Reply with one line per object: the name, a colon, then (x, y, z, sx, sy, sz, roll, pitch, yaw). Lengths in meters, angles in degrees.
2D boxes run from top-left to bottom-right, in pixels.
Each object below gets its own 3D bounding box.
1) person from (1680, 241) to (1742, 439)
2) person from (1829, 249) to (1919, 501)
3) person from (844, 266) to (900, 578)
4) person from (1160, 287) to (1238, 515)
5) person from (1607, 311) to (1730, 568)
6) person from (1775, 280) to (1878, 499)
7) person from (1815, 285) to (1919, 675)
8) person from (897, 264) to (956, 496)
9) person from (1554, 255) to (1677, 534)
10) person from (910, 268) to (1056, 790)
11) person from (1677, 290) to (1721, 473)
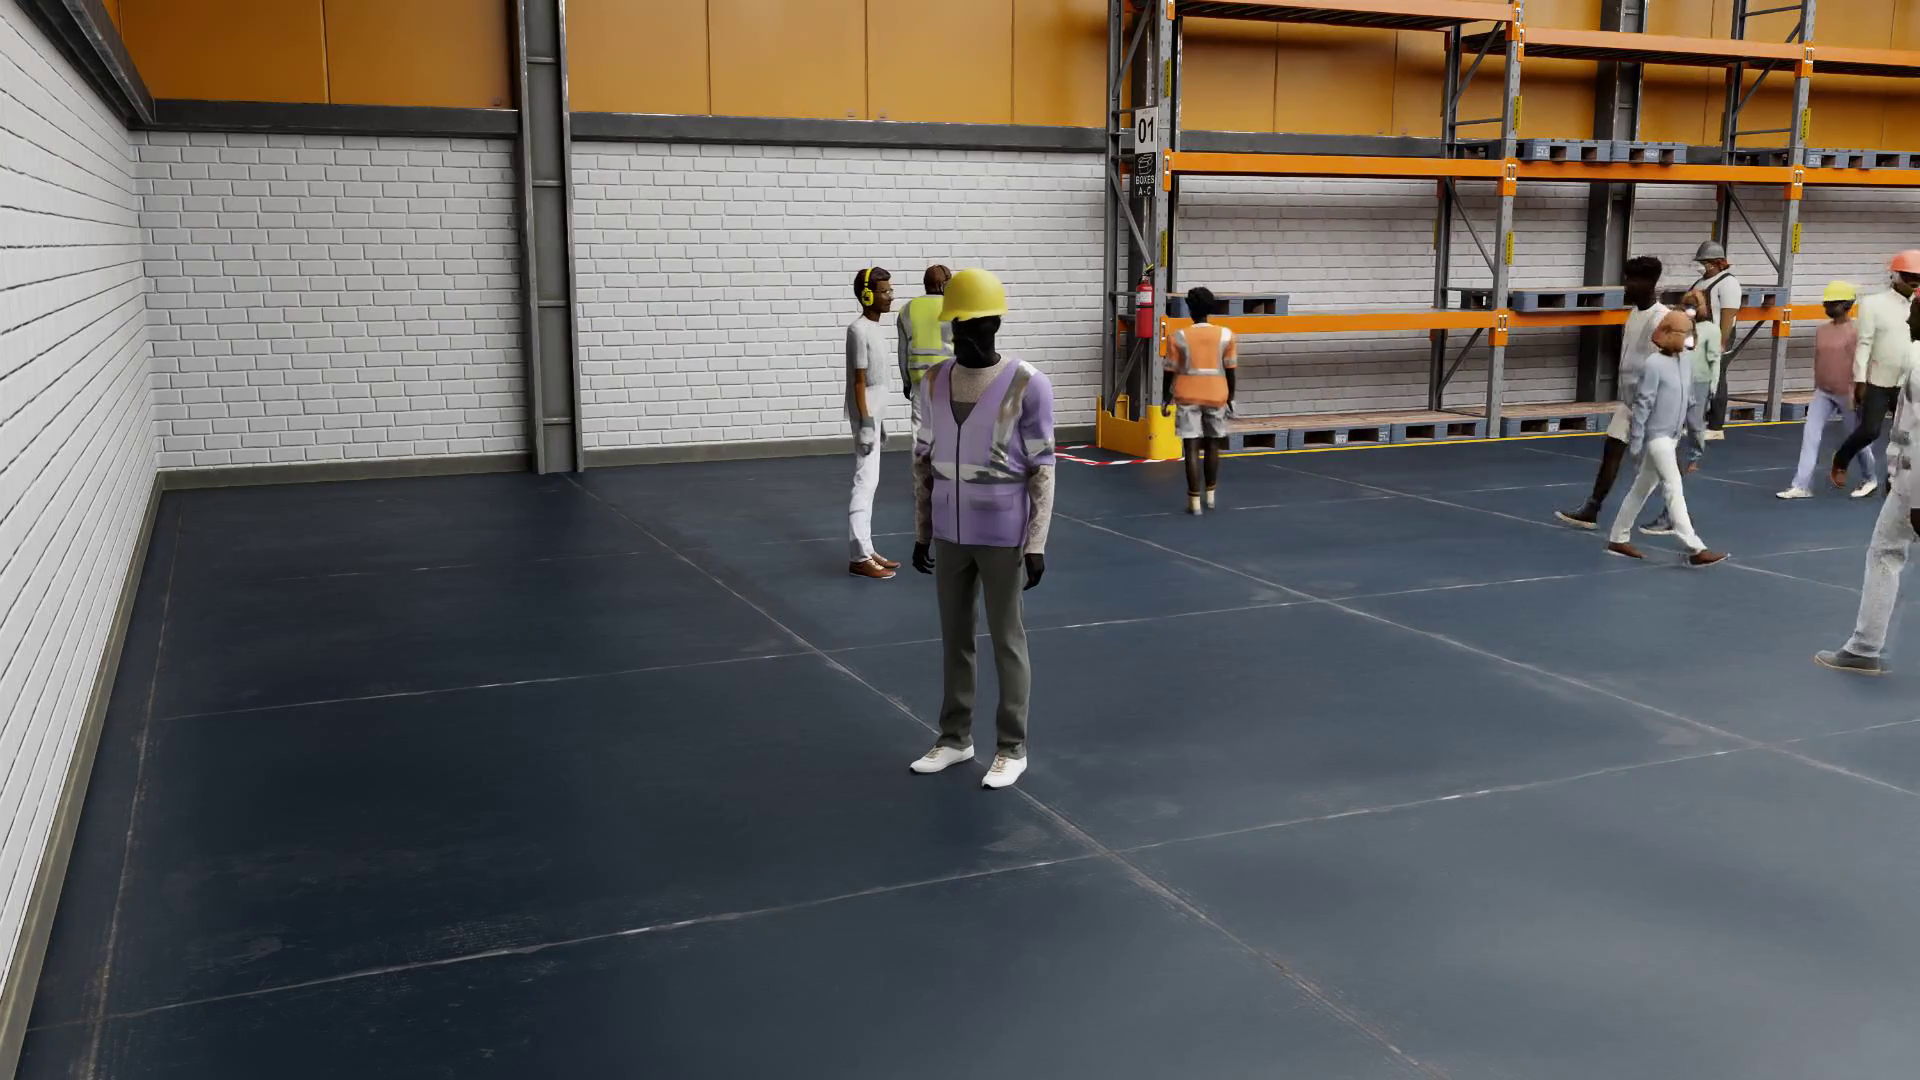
person: (7.668, -2.060, 17.135, 0.535, 2.000, 0.678, -2, 10, -9)
person: (7.154, -1.258, 12.875, 0.610, 1.972, 0.711, 0, 10, -1)
person: (-0.534, -0.714, 10.108, 0.329, 1.874, 0.518, 1, 10, 6)
person: (1.771, -1.055, 12.506, 0.554, 1.677, 0.643, -1, 10, -4)
person: (4.459, -0.627, 10.391, 0.522, 1.581, 0.843, -9, 13, -40)
person: (6.926, -1.173, 13.083, 0.895, 1.728, 0.539, -4, 11, -20)
person: (4.455, -0.241, 7.542, 0.579, 1.858, 0.874, -8, 13, -37)
person: (-0.181, -1.257, 13.219, 0.626, 1.843, 0.430, 5, 11, 25)
person: (4.611, -0.985, 11.461, 0.940, 1.919, 0.628, 0, 10, -1)
person: (0.063, -0.039, 6.195, 0.594, 1.924, 0.373, 7, 12, 34)
person: (6.326, -1.357, 14.463, 0.520, 1.605, 0.708, 8, 13, 39)
